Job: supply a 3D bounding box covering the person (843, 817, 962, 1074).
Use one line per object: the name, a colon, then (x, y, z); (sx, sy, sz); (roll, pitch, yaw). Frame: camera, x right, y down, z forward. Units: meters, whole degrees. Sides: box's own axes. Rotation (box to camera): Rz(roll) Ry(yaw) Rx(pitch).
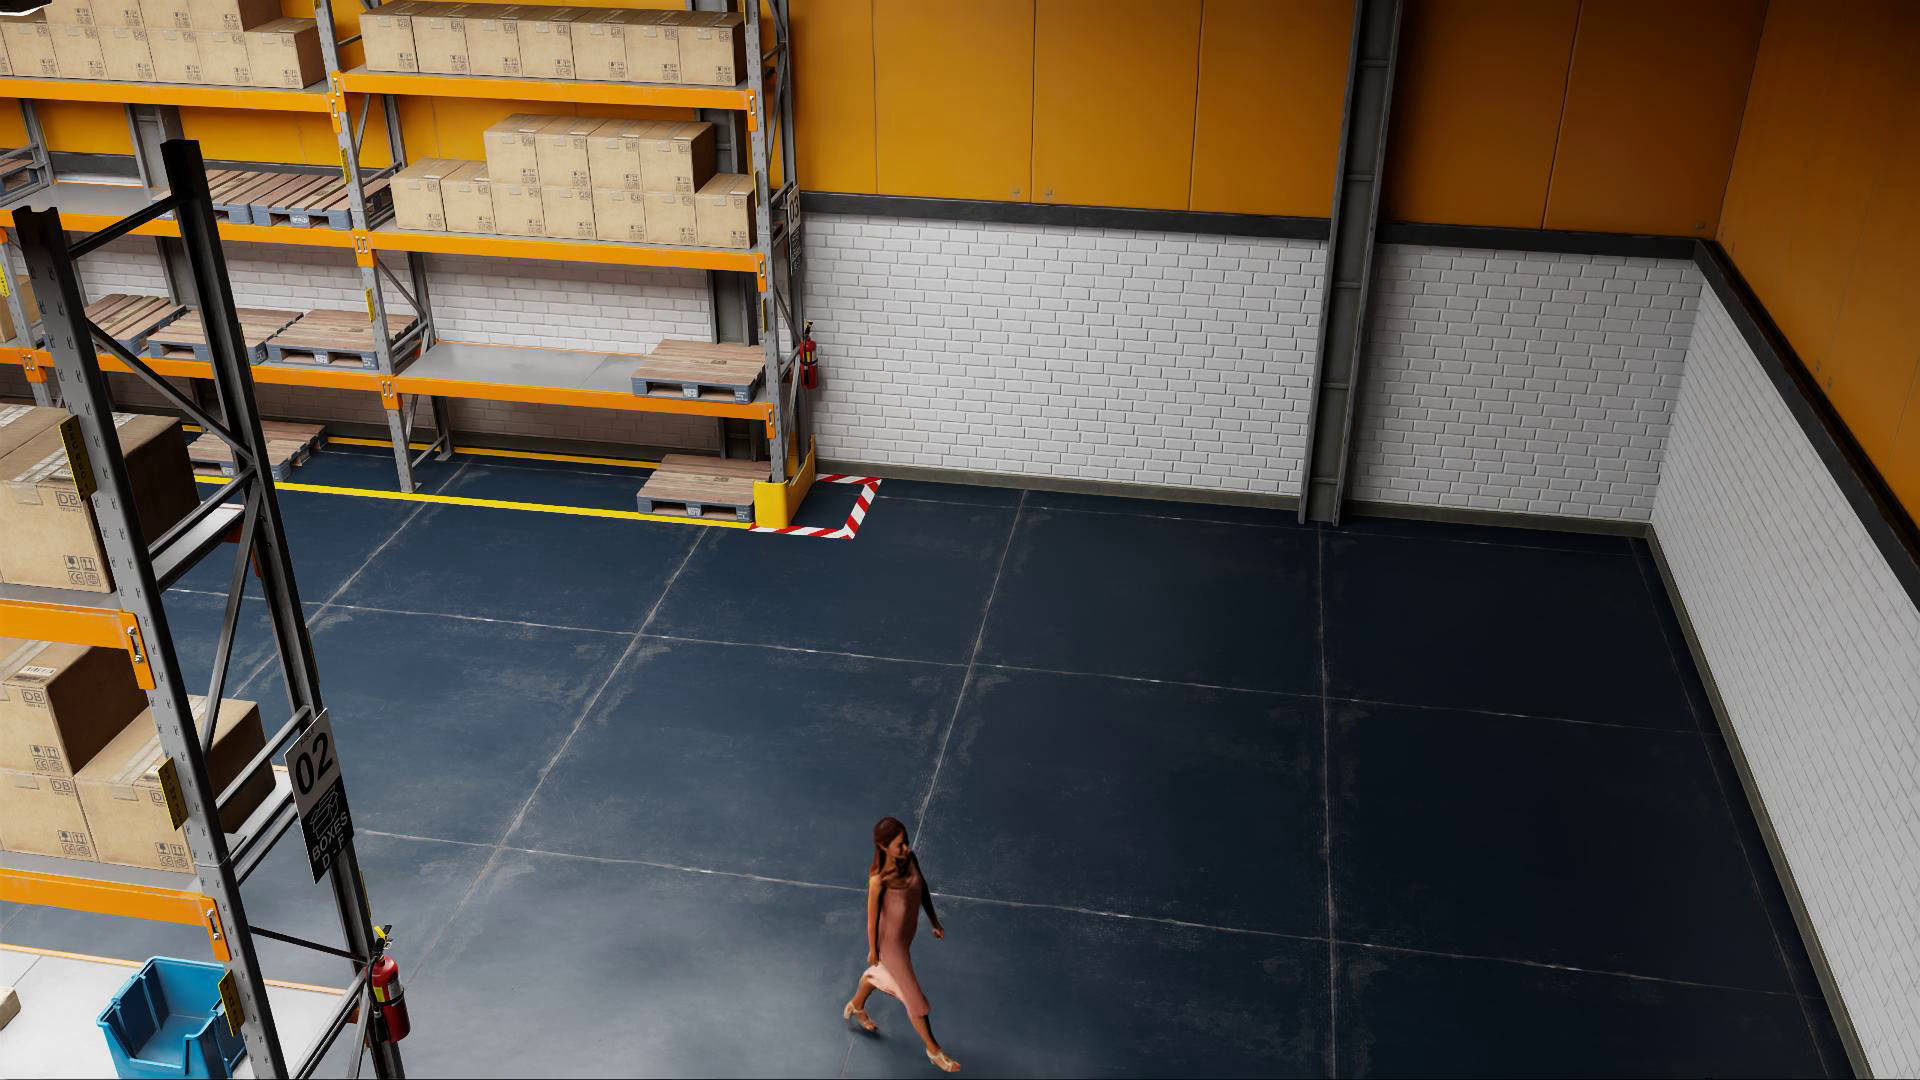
person: (-0.466, 2.391, 10.089); (1.172, 1.784, 0.834); (15, 32, 25)
